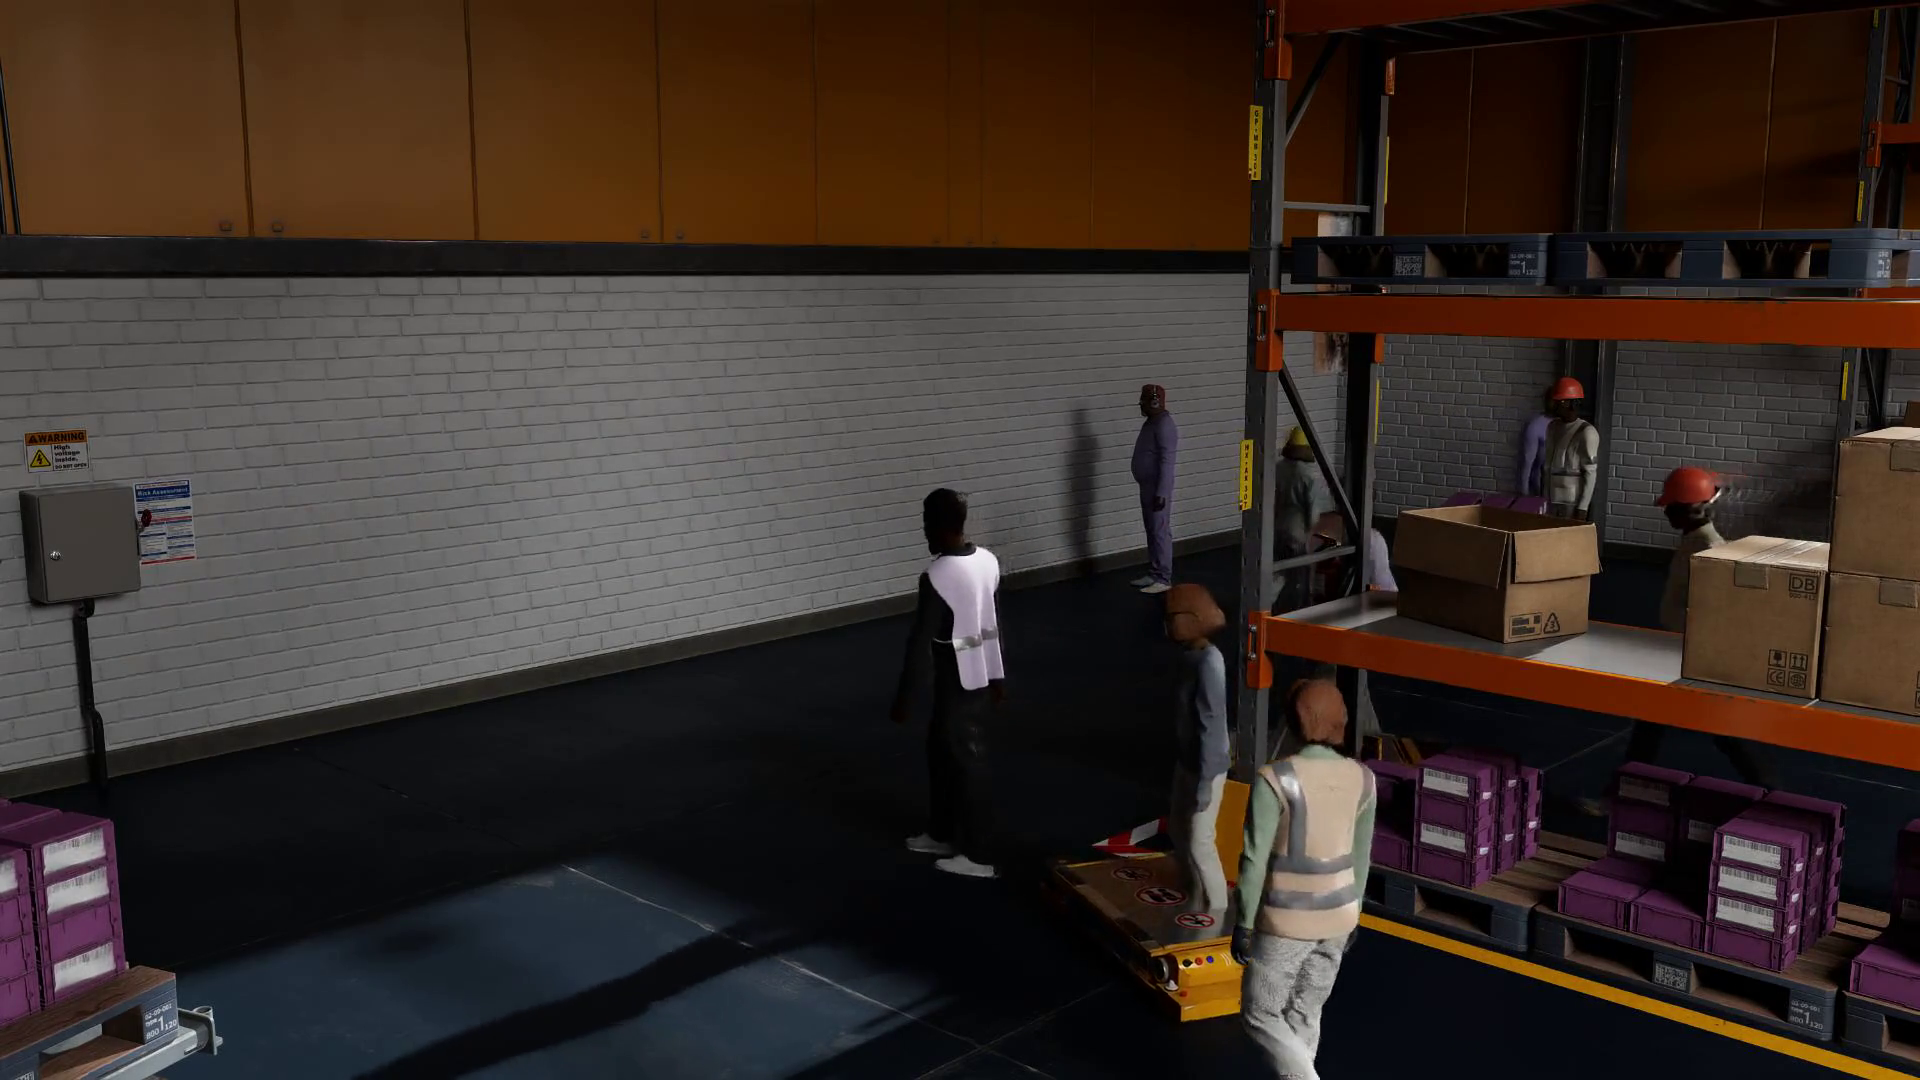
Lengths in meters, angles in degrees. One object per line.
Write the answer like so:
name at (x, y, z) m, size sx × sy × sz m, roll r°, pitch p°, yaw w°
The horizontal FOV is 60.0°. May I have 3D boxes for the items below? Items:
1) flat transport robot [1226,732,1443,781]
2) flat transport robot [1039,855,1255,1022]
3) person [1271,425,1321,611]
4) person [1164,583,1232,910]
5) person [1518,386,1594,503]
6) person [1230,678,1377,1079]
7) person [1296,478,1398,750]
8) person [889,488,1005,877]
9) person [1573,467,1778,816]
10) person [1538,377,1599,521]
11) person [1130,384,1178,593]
flat transport robot at (2.062, 1.274, 9.513) m, size 1.431 × 0.197 × 0.652 m, roll 1°, pitch 9°, yaw 7°
flat transport robot at (0.914, 1.654, 7.183) m, size 0.652 × 0.197 × 1.431 m, roll -3°, pitch 10°, yaw -20°
person at (2.624, -0.058, 13.226) m, size 0.489 × 1.726 × 0.496 m, roll -7°, pitch 12°, yaw -37°
person at (1.006, 0.988, 7.147) m, size 0.308 × 1.620 × 0.513 m, roll -1°, pitch 9°, yaw -5°
person at (5.495, -0.510, 15.533) m, size 0.645 × 1.895 × 1.030 m, roll -4°, pitch 10°, yaw -23°
person at (1.162, 1.271, 5.408) m, size 0.558 × 1.613 × 0.561 m, roll -5°, pitch 10°, yaw -27°
person at (2.256, 0.523, 9.484) m, size 0.975 × 1.787 × 0.643 m, roll -3°, pitch 10°, yaw -19°
person at (-0.117, 0.691, 8.106) m, size 0.701 × 1.898 × 0.598 m, roll 5°, pitch 10°, yaw 26°
person at (3.875, 0.578, 8.710) m, size 1.050 × 1.938 × 0.627 m, roll 2°, pitch 9°, yaw 11°
person at (5.090, -0.353, 14.071) m, size 0.373 × 2.043 × 0.615 m, roll -3°, pitch 10°, yaw -19°
person at (1.757, -0.469, 15.198) m, size 0.401 × 1.906 × 0.651 m, roll -1°, pitch 9°, yaw -5°
